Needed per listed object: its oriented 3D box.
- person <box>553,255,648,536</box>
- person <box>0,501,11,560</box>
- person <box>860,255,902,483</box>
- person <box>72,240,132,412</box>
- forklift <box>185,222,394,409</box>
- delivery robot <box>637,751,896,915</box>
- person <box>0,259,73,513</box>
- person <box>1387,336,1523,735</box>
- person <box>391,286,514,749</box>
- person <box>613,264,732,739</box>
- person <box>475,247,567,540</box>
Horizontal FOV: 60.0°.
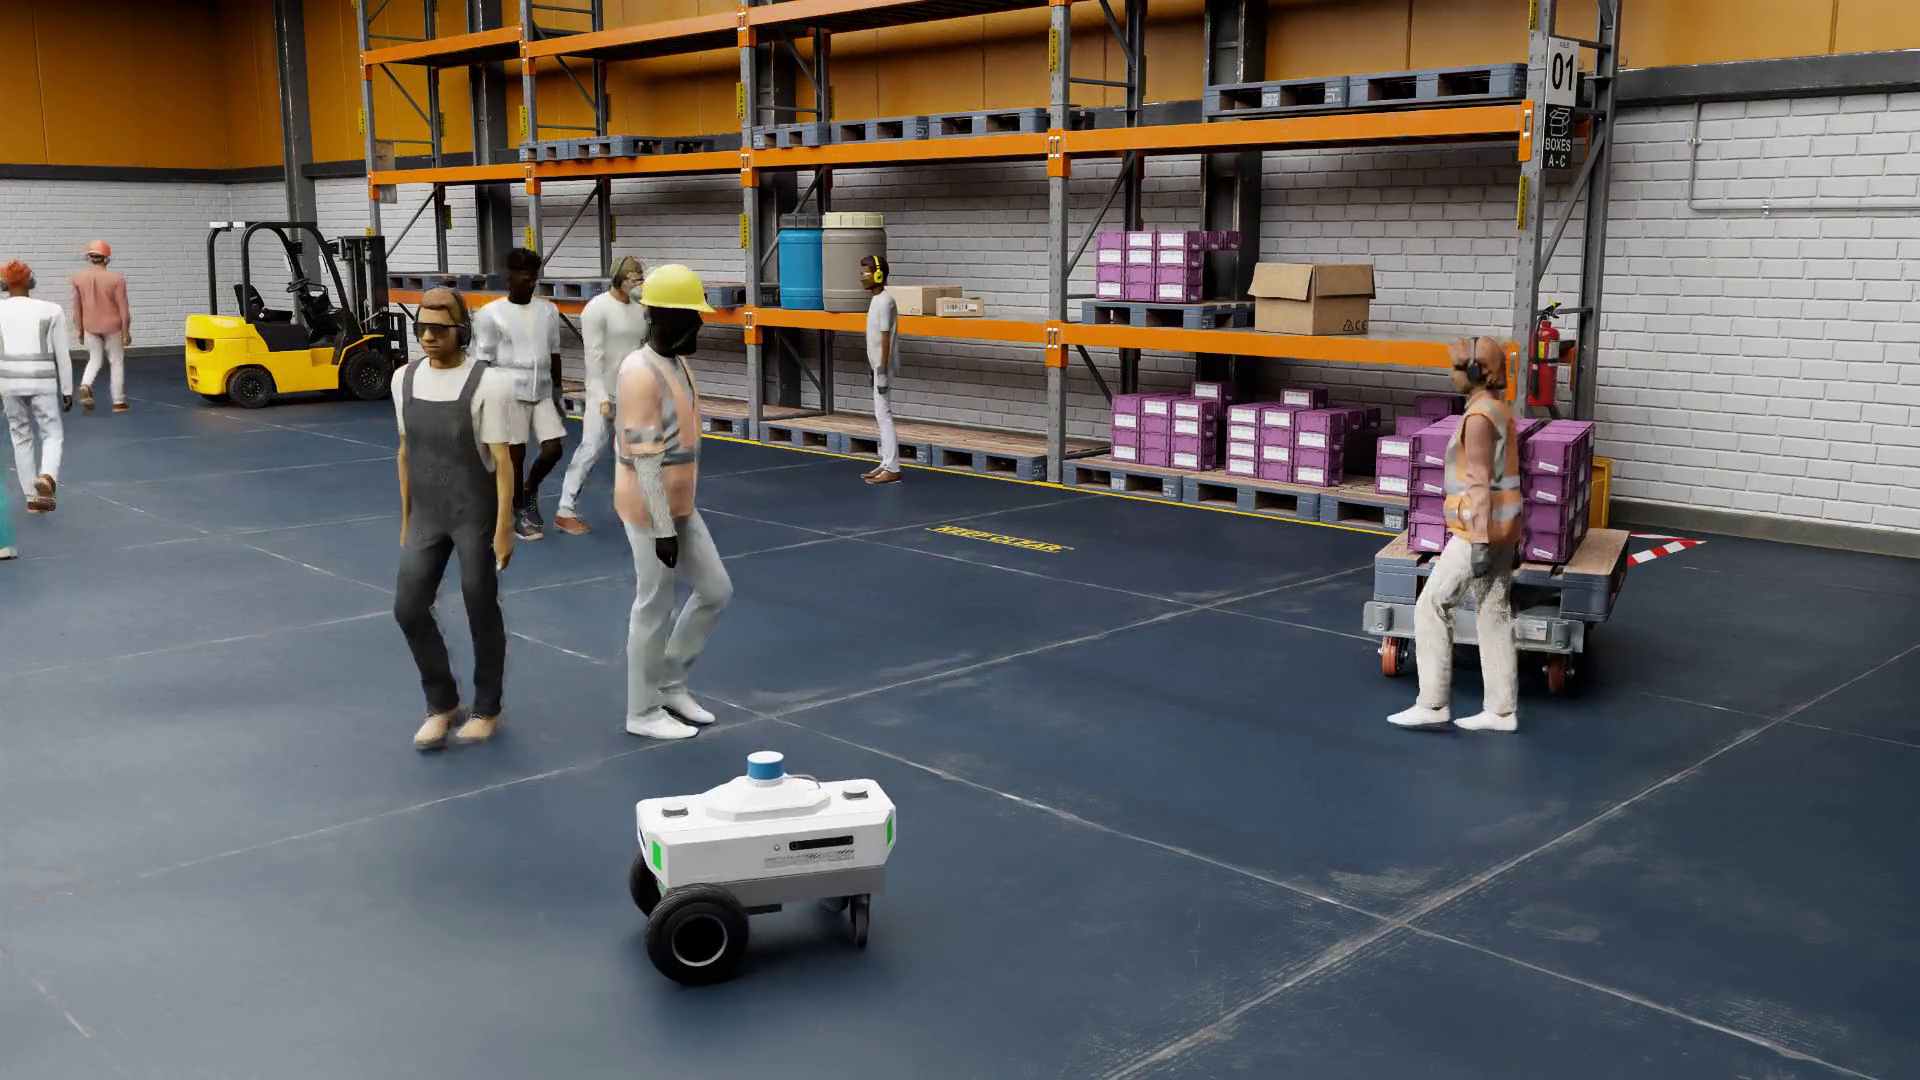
[{"bbox_3d":[-2.359,-0.994,11.427,0.560,1.889,0.802,5,12,28],"label":"person"},{"bbox_3d":[-6.226,-0.713,10.206,0.622,1.742,0.554,-4,11,-22],"label":"person"},{"bbox_3d":[-0.656,-1.394,13.656,0.320,1.860,0.505,-2,11,-9],"label":"person"},{"bbox_3d":[-9.772,-2.416,18.911,0.624,1.978,0.672,0,10,-1],"label":"person"},{"bbox_3d":[-8.169,-2.758,20.163,2.313,2.155,1.214,-10,14,-44],"label":"forklift"},{"bbox_3d":[-0.546,0.846,4.731,0.707,0.478,0.477,-3,11,-16],"label":"delivery robot"},{"bbox_3d":[-6.714,-1.086,11.977,0.581,1.864,0.607,-4,11,-22],"label":"person"},{"bbox_3d":[2.017,-0.014,6.756,0.635,1.615,0.532,6,12,28],"label":"person"},{"bbox_3d":[-1.989,-0.068,6.490,0.536,1.825,0.576,2,11,13],"label":"person"},{"bbox_3d":[-1.150,-0.132,6.632,0.493,1.906,0.610,1,10,8],"label":"person"},{"bbox_3d":[-2.897,-0.966,11.066,0.638,1.944,0.431,-10,14,-43],"label":"person"}]
